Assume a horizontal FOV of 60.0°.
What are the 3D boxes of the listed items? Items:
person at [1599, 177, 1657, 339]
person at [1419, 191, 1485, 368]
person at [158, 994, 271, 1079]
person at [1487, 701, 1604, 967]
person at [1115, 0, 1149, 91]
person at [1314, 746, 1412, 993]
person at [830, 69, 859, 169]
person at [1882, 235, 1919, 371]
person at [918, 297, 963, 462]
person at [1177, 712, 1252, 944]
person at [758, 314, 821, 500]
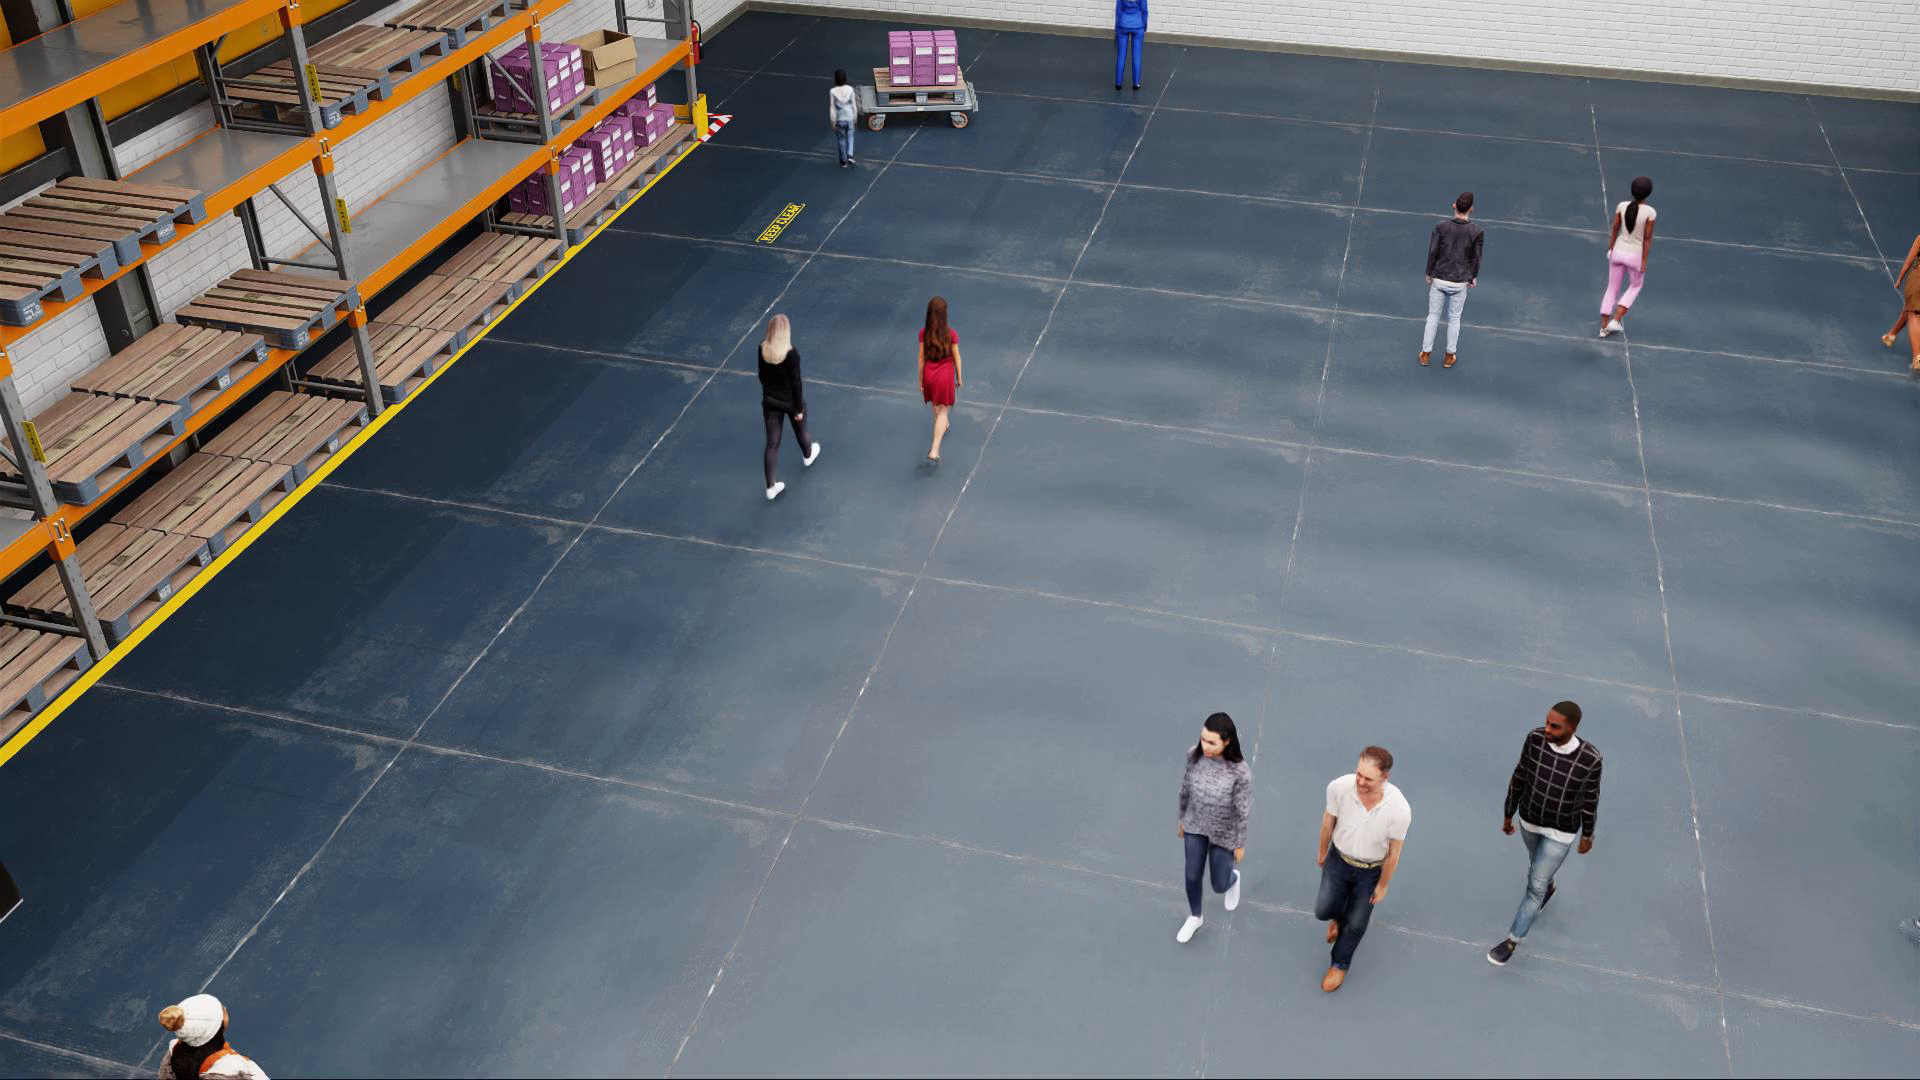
[{"bbox_3d":[6.794,-2.858,17.028,0.716,1.729,0.752,28,43,35],"label":"person"},{"bbox_3d":[4.871,-2.583,16.518,0.650,1.837,0.521,9,35,13],"label":"person"},{"bbox_3d":[-3.635,2.964,8.136,0.727,1.878,0.826,13,36,19],"label":"person"},{"bbox_3d":[3.630,1.681,10.170,1.069,1.762,1.302,27,42,34],"label":"person"},{"bbox_3d":[2.429,-7.268,23.690,0.639,1.701,0.586,4,34,7],"label":"person"},{"bbox_3d":[2.405,1.865,9.827,0.808,1.836,0.909,22,40,30],"label":"person"},{"bbox_3d":[-1.476,-5.364,21.227,0.584,1.255,0.622,-8,34,-11],"label":"person"},{"bbox_3d":[9.579,-2.458,16.507,0.774,1.641,1.157,0,34,0],"label":"person"},{"bbox_3d":[-0.194,-1.434,15.078,0.539,1.518,1.062,8,34,11],"label":"person"},{"bbox_3d":[1.582,1.720,10.156,0.761,1.714,0.869,21,39,29],"label":"person"},{"bbox_3d":[-1.598,-1.130,14.514,0.742,1.636,1.164,13,36,19],"label":"person"}]
